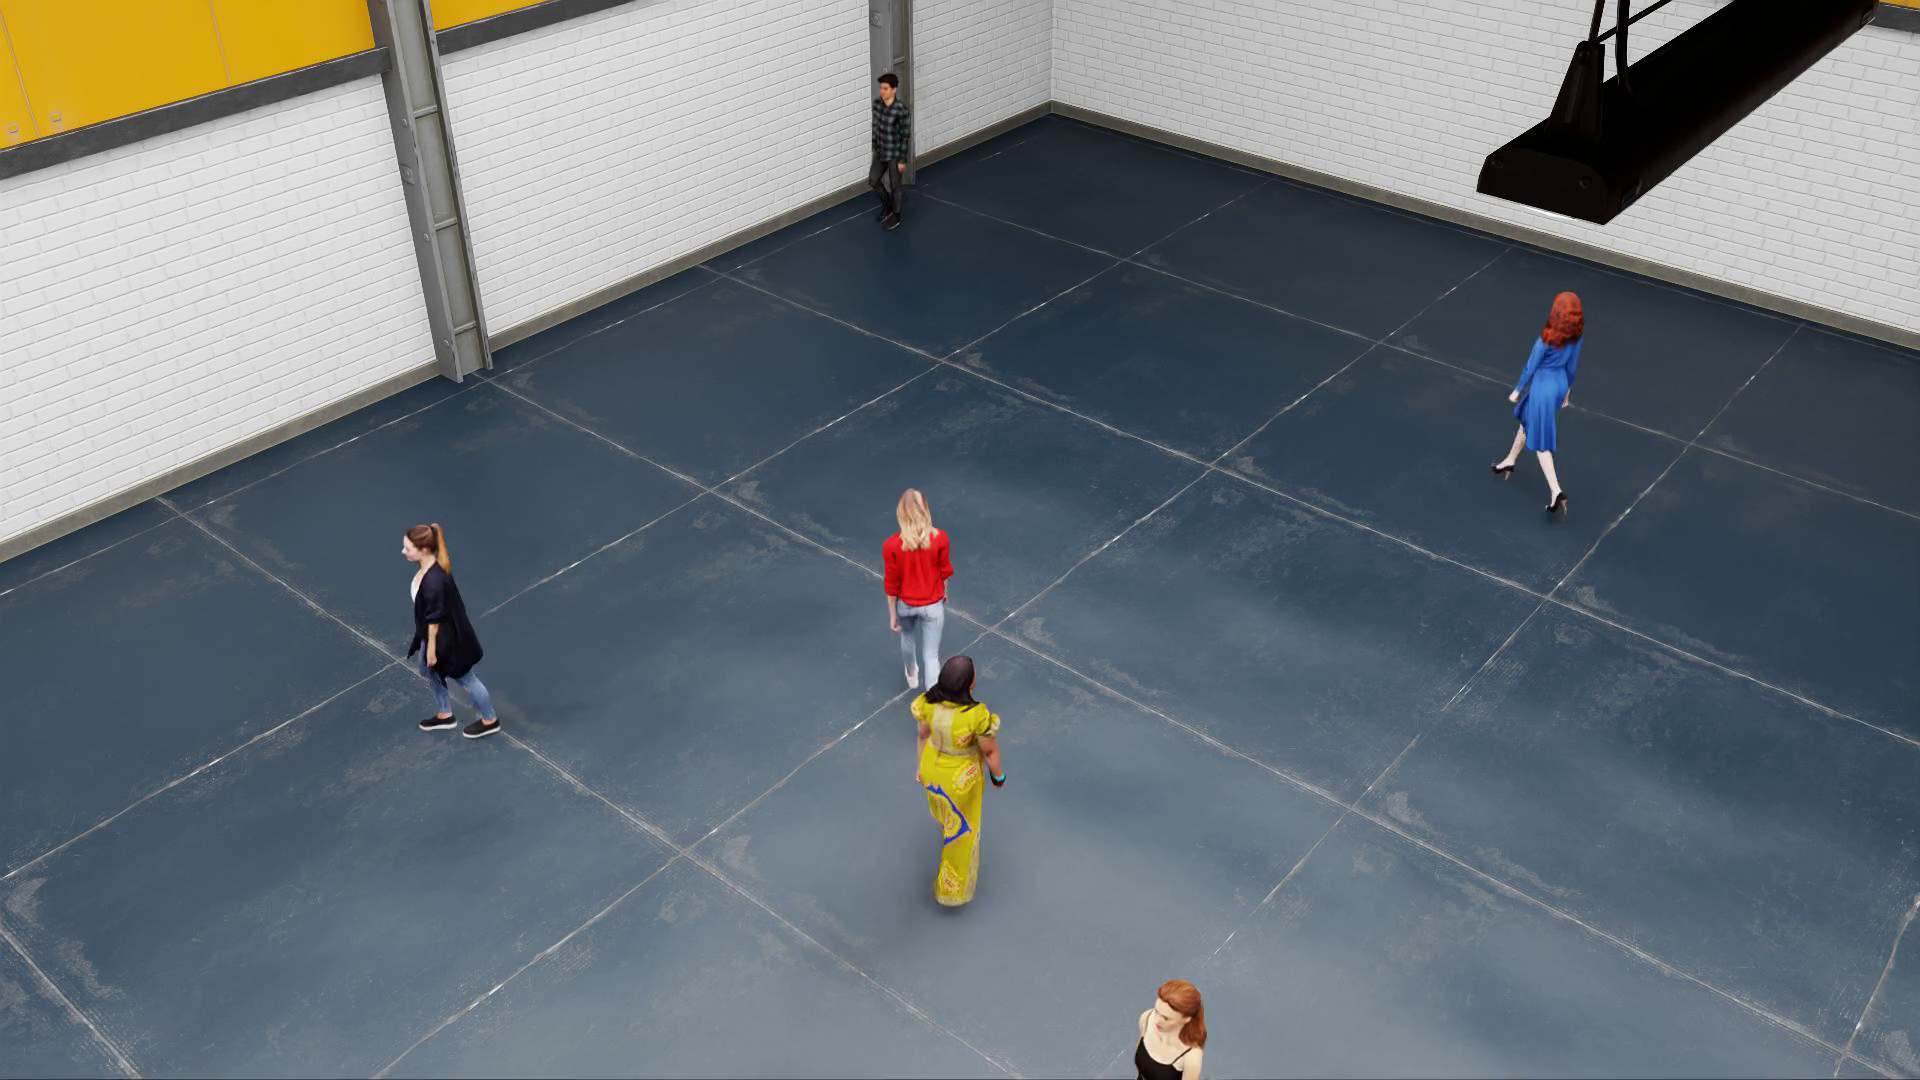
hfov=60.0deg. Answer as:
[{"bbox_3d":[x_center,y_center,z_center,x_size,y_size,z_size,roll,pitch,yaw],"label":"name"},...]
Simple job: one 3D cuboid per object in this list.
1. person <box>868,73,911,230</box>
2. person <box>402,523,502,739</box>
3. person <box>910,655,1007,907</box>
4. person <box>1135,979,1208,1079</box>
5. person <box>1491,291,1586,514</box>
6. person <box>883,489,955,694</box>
[{"bbox_3d":[-0.722,-4.217,17.918,0.707,1.707,0.587,23,40,30],"label":"person"},{"bbox_3d":[-3.226,0.602,10.745,0.900,1.665,0.825,-9,35,-13],"label":"person"},{"bbox_3d":[-0.069,1.410,9.558,0.889,1.633,1.082,17,37,24],"label":"person"},{"bbox_3d":[1.025,2.607,7.778,0.705,1.611,0.612,-27,42,-34],"label":"person"},{"bbox_3d":[4.653,-1.048,13.118,1.141,1.786,0.941,-17,37,-24],"label":"person"},{"bbox_3d":[-0.257,0.483,10.916,1.081,1.674,1.147,-3,34,-4],"label":"person"}]
